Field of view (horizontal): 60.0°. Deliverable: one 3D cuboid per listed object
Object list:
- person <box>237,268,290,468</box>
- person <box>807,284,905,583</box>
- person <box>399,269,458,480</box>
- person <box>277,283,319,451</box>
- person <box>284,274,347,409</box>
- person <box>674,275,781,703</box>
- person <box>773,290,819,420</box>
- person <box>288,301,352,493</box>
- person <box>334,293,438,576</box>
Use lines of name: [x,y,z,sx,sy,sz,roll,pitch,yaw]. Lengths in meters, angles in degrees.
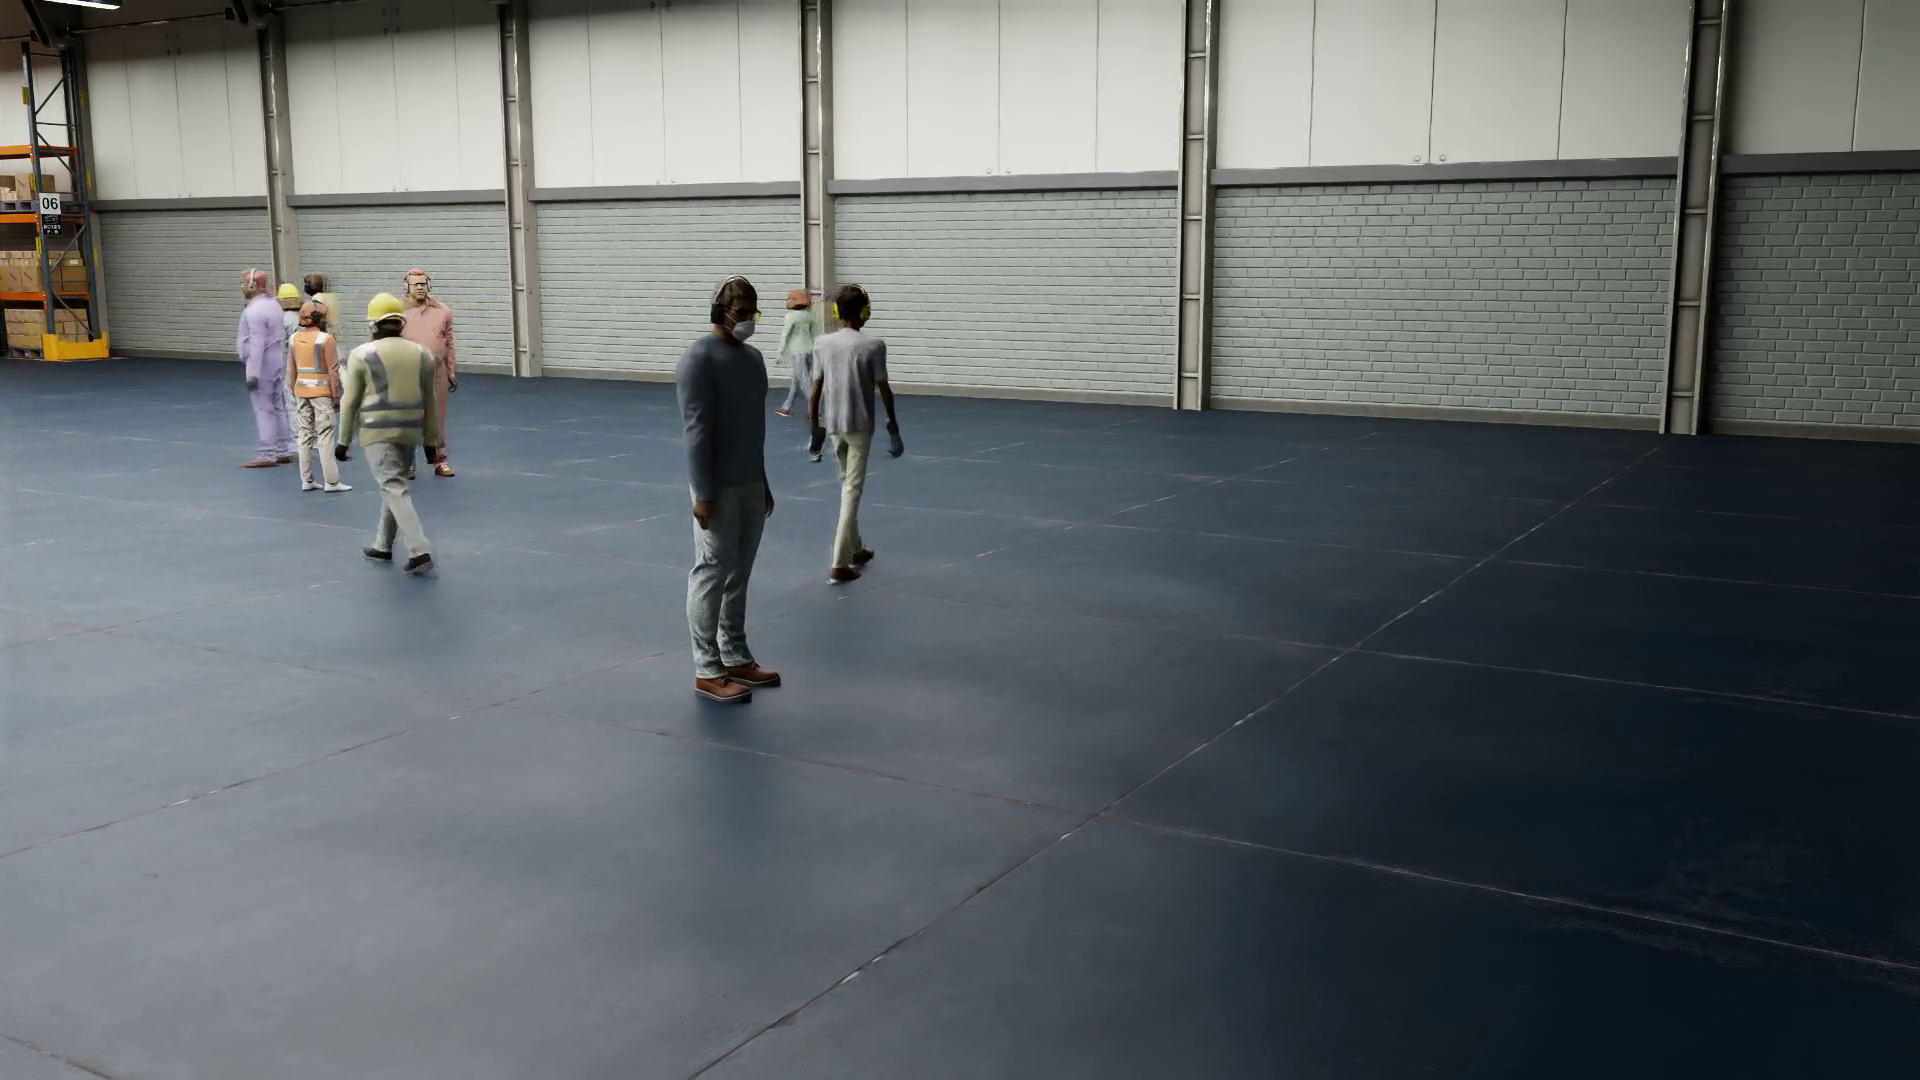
person: [-6.722,-1.649,15.992,0.404,1.907,0.646,-1,10,-4]
person: [-0.618,-0.677,10.492,0.524,1.836,0.842,5,11,28]
person: [-4.902,-1.508,15.162,0.651,1.907,0.409,-7,12,-34]
person: [-6.919,-1.793,17.316,0.303,1.743,0.490,4,11,24]
person: [-8.474,-2.638,22.116,0.961,1.800,0.625,-1,10,-5]
person: [-1.056,-0.239,7.655,0.370,1.934,0.627,4,10,21]
person: [-2.066,-2.283,20.588,0.820,1.592,0.513,5,11,29]
person: [-5.521,-1.220,14.262,0.515,1.638,0.315,4,11,23]
person: [-3.643,-0.676,10.651,0.921,1.792,0.597,7,12,36]
